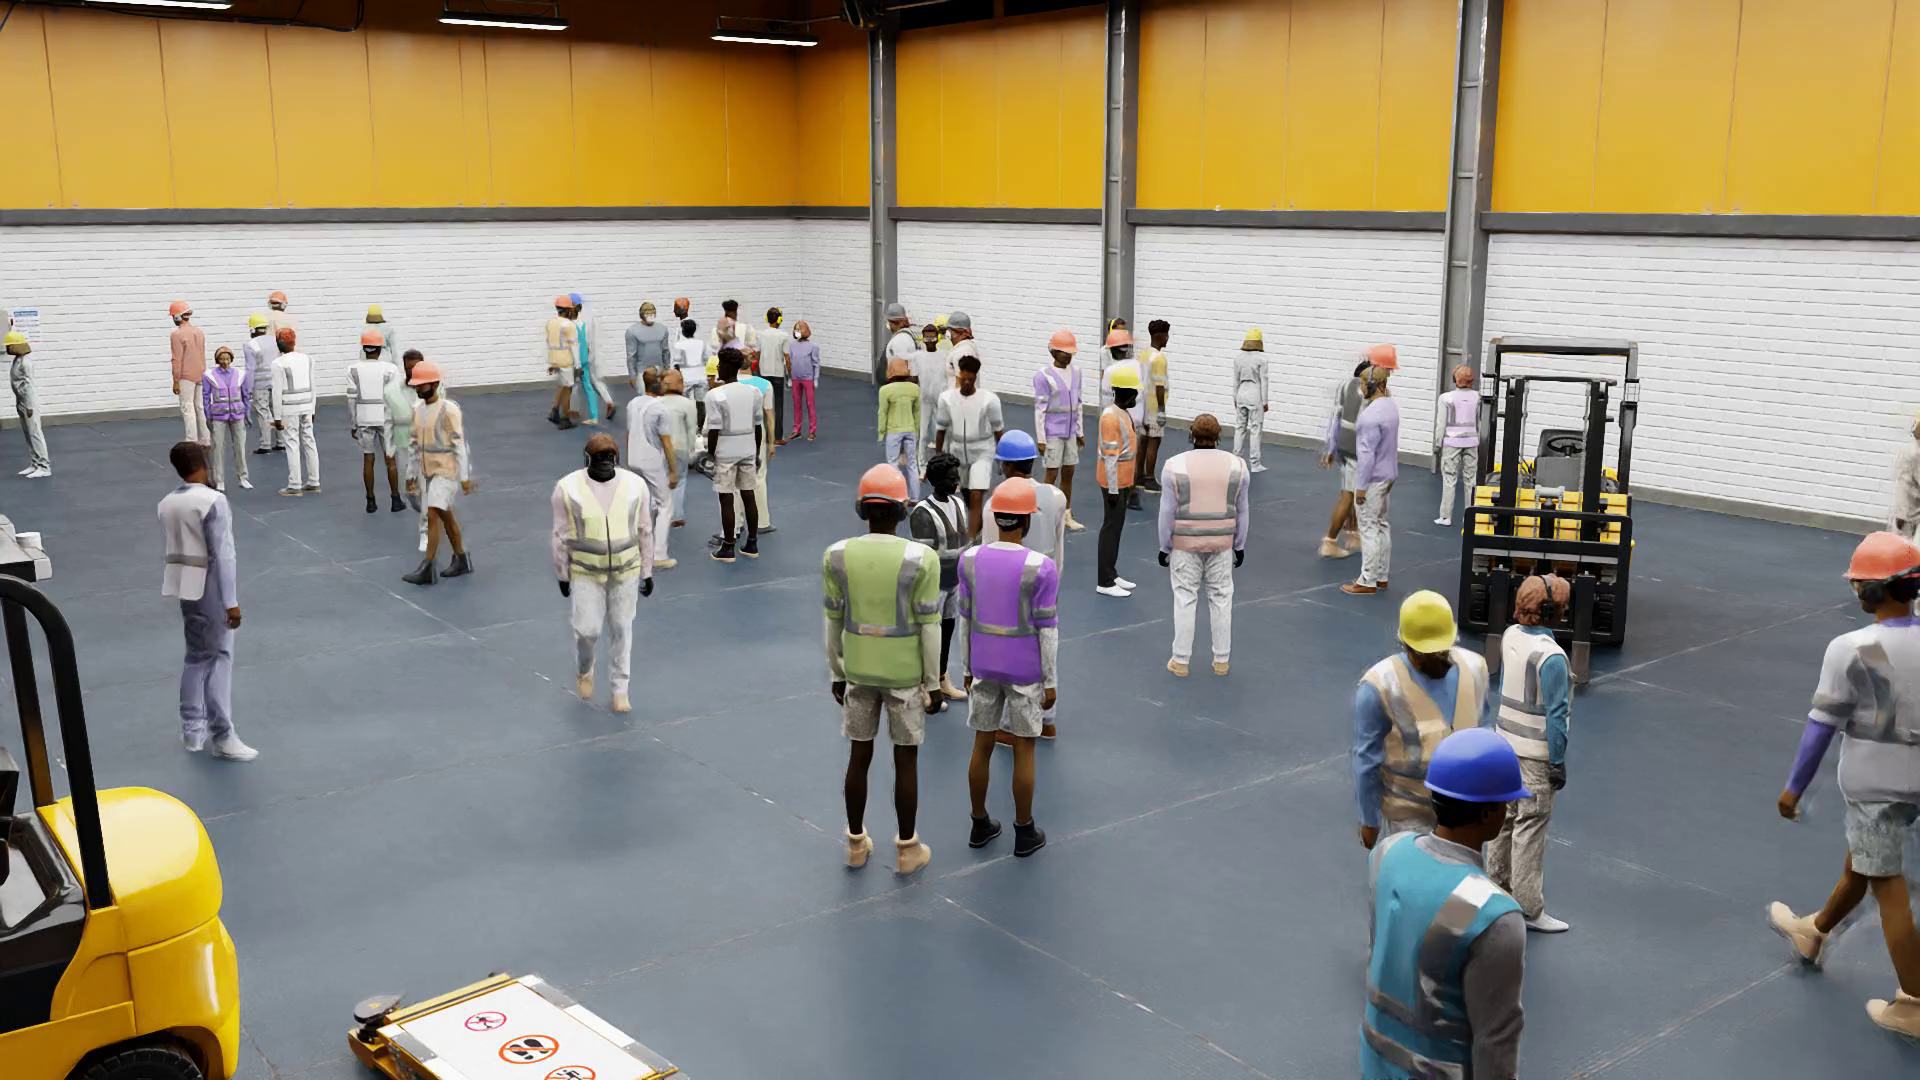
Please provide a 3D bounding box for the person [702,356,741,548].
[{"bbox_3d":[-2.251,-0.843,15.859,0.403,1.817,0.601,0,12,-2],"label":"person"}]

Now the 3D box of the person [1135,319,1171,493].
[{"bbox_3d":[2.179,-1.512,18.744,0.375,1.957,0.606,-3,12,-15],"label":"person"}]

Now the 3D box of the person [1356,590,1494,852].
[{"bbox_3d":[1.887,1.043,6.812,0.631,1.790,0.602,-4,12,-19],"label":"person"}]

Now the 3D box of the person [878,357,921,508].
[{"bbox_3d":[-0.636,-1.125,17.685,0.499,1.624,0.305,-7,14,-31],"label":"person"}]

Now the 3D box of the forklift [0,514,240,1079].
[{"bbox_3d":[-3.687,1.115,5.480,2.313,2.155,1.214,-9,15,-36],"label":"forklift"}]

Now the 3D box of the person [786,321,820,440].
[{"bbox_3d":[-2.155,-2.181,22.755,0.507,1.633,0.274,5,13,23],"label":"person"}]

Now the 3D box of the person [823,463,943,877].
[{"bbox_3d":[-0.368,0.637,8.187,0.612,2.034,0.414,4,12,20],"label":"person"}]

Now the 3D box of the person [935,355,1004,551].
[{"bbox_3d":[0.099,-0.809,15.530,0.657,1.899,1.075,4,12,20],"label":"person"}]

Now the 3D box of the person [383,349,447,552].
[{"bbox_3d":[-5.150,-0.884,15.840,0.582,1.903,0.746,-1,12,-4],"label":"person"}]

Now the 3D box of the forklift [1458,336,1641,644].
[{"bbox_3d":[4.683,-0.471,13.136,1.214,2.155,2.313,4,12,20],"label":"forklift"}]

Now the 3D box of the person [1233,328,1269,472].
[{"bbox_3d":[3.538,-1.701,20.201,0.488,1.737,0.324,11,16,43],"label":"person"}]

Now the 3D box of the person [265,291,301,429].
[{"bbox_3d":[-9.783,-2.592,23.958,0.663,1.950,0.601,2,12,7],"label":"person"}]

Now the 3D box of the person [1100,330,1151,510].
[{"bbox_3d":[1.705,-1.281,17.750,0.572,1.902,0.715,-8,14,-33],"label":"person"}]

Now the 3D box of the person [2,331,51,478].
[{"bbox_3d":[-11.114,-1.609,19.758,0.335,1.735,0.485,-11,16,-42],"label":"person"}]

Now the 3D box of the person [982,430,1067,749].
[{"bbox_3d":[0.367,0.302,10.034,0.608,1.942,0.410,-9,14,-36],"label":"person"}]

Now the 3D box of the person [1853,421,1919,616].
[{"bbox_3d":[7.570,-0.260,13.280,0.495,1.716,0.749,-4,12,-17],"label":"person"}]

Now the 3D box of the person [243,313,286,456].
[{"bbox_3d":[-8.959,-2.000,21.397,0.404,1.835,0.586,6,13,26],"label":"person"}]

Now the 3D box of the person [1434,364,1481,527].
[{"bbox_3d":[5.040,-0.945,16.776,0.514,1.641,0.307,-1,12,-6],"label":"person"}]

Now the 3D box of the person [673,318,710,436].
[{"bbox_3d":[-3.626,-2.152,22.499,0.550,1.680,0.441,-6,13,-28],"label":"person"}]

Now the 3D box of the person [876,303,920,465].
[{"bbox_3d":[-0.765,-1.903,20.428,0.536,2.000,0.708,2,12,9],"label":"person"}]

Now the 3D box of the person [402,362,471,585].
[{"bbox_3d":[-4.598,-0.567,14.287,0.578,1.904,0.882,8,14,34],"label":"person"}]

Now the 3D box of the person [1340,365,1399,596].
[{"bbox_3d":[3.454,-0.494,13.904,0.383,1.930,0.631,7,13,30],"label":"person"}]

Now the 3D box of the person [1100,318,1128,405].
[{"bbox_3d":[1.876,-1.728,19.986,0.328,1.876,0.513,9,15,37],"label":"person"}]

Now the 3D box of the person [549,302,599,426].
[{"bbox_3d":[-5.613,-2.560,24.190,0.983,1.791,0.534,8,14,35],"label":"person"}]

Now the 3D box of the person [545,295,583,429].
[{"bbox_3d":[-5.655,-2.538,23.801,0.563,1.919,0.410,9,15,37],"label":"person"}]

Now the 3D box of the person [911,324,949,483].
[{"bbox_3d":[-0.319,-1.583,19.327,0.511,1.861,0.324,0,12,-1],"label":"person"}]

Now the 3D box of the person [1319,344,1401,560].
[{"bbox_3d":[3.665,-0.795,15.179,0.805,1.987,0.626,-4,12,-18],"label":"person"}]

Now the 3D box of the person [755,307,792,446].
[{"bbox_3d":[-2.490,-2.177,22.212,0.526,1.856,0.350,3,12,15],"label":"person"}]

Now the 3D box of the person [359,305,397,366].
[{"bbox_3d":[-8.693,-2.641,24.758,0.508,1.709,0.798,-9,15,-37],"label":"person"}]

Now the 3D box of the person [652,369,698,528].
[{"bbox_3d":[-2.885,-0.888,16.574,0.505,1.614,0.469,2,12,11],"label":"person"}]

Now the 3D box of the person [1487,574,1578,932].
[{"bbox_3d":[2.601,0.959,7.577,0.308,1.641,0.514,-2,12,-9],"label":"person"}]

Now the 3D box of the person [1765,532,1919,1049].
[{"bbox_3d":[3.662,0.950,6.769,0.620,1.983,1.066,-3,12,-15],"label":"person"}]

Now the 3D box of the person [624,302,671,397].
[{"bbox_3d":[-4.157,-2.220,22.247,0.636,1.928,0.387,-9,15,-36],"label":"person"}]

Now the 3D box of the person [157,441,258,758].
[{"bbox_3d":[-4.491,0.367,9.882,0.714,1.878,0.381,8,14,34],"label":"person"}]

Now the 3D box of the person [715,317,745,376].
[{"bbox_3d":[-2.758,-1.702,19.808,0.412,1.912,0.674,-6,13,-27],"label":"person"}]

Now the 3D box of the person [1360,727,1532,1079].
[{"bbox_3d":[1.309,1.448,4.525,0.431,1.935,0.618,-3,12,-13],"label":"person"}]

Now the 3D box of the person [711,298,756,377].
[{"bbox_3d":[-3.071,-2.311,22.676,0.668,1.932,0.725,-4,12,-17],"label":"person"}]

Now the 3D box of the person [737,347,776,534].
[{"bbox_3d":[-2.104,-0.968,16.380,0.564,1.846,0.391,3,12,12],"label":"person"}]

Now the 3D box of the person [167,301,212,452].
[{"bbox_3d":[-9.977,-2.094,21.503,0.412,1.982,0.622,2,12,10],"label":"person"}]

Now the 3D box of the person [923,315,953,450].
[{"bbox_3d":[-0.235,-2.072,21.912,0.524,1.768,0.313,-4,12,-18],"label":"person"}]

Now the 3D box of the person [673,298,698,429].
[{"bbox_3d":[-3.915,-2.520,23.799,0.352,1.880,0.577,-1,12,-6],"label":"person"}]

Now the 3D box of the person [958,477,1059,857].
[{"bbox_3d":[0.253,0.641,8.418,0.544,1.930,0.389,6,13,26],"label":"person"}]

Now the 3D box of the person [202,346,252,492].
[{"bbox_3d":[-8.304,-1.377,18.864,0.510,1.639,0.308,-9,15,-36],"label":"person"}]

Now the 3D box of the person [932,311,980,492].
[{"bbox_3d":[-0.051,-1.564,18.790,0.537,2.000,0.682,1,12,5],"label":"person"}]

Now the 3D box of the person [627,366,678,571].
[{"bbox_3d":[-2.753,-0.630,14.824,0.516,1.827,0.409,8,14,34],"label":"person"}]

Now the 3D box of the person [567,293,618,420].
[{"bbox_3d":[-5.550,-2.719,24.706,0.920,1.905,0.621,7,13,30],"label":"person"}]

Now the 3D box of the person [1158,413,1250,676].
[{"bbox_3d":[1.677,0.036,11.547,0.636,1.842,0.429,-1,12,-5],"label":"person"}]

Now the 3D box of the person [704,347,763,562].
[{"bbox_3d":[-2.069,-0.782,15.190,0.613,1.965,0.361,-11,16,-41],"label":"person"}]

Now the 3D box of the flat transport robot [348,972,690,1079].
[{"bbox_3d":[-1.640,1.943,6.150,0.652,0.197,1.431,-11,16,-43],"label":"flat transport robot"}]

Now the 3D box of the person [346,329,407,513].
[{"bbox_3d":[-6.153,-1.256,17.553,0.552,1.935,0.374,-2,12,-11],"label":"person"}]

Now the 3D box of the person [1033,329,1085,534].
[{"bbox_3d":[1.006,-1.061,16.392,0.613,2.033,0.410,-10,16,-41],"label":"person"}]

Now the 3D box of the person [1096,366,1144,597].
[{"bbox_3d":[1.339,-0.497,13.911,0.382,1.924,0.594,3,12,14],"label":"person"}]

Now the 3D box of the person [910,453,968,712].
[{"bbox_3d":[-0.132,0.266,10.811,0.321,1.689,0.529,8,14,34],"label":"person"}]

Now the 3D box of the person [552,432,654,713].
[{"bbox_3d":[-2.288,0.209,10.738,0.626,1.832,0.449,-5,13,-21],"label":"person"}]

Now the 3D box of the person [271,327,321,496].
[{"bbox_3d":[-7.402,-1.422,18.502,0.359,1.880,0.575,6,13,25],"label":"person"}]
